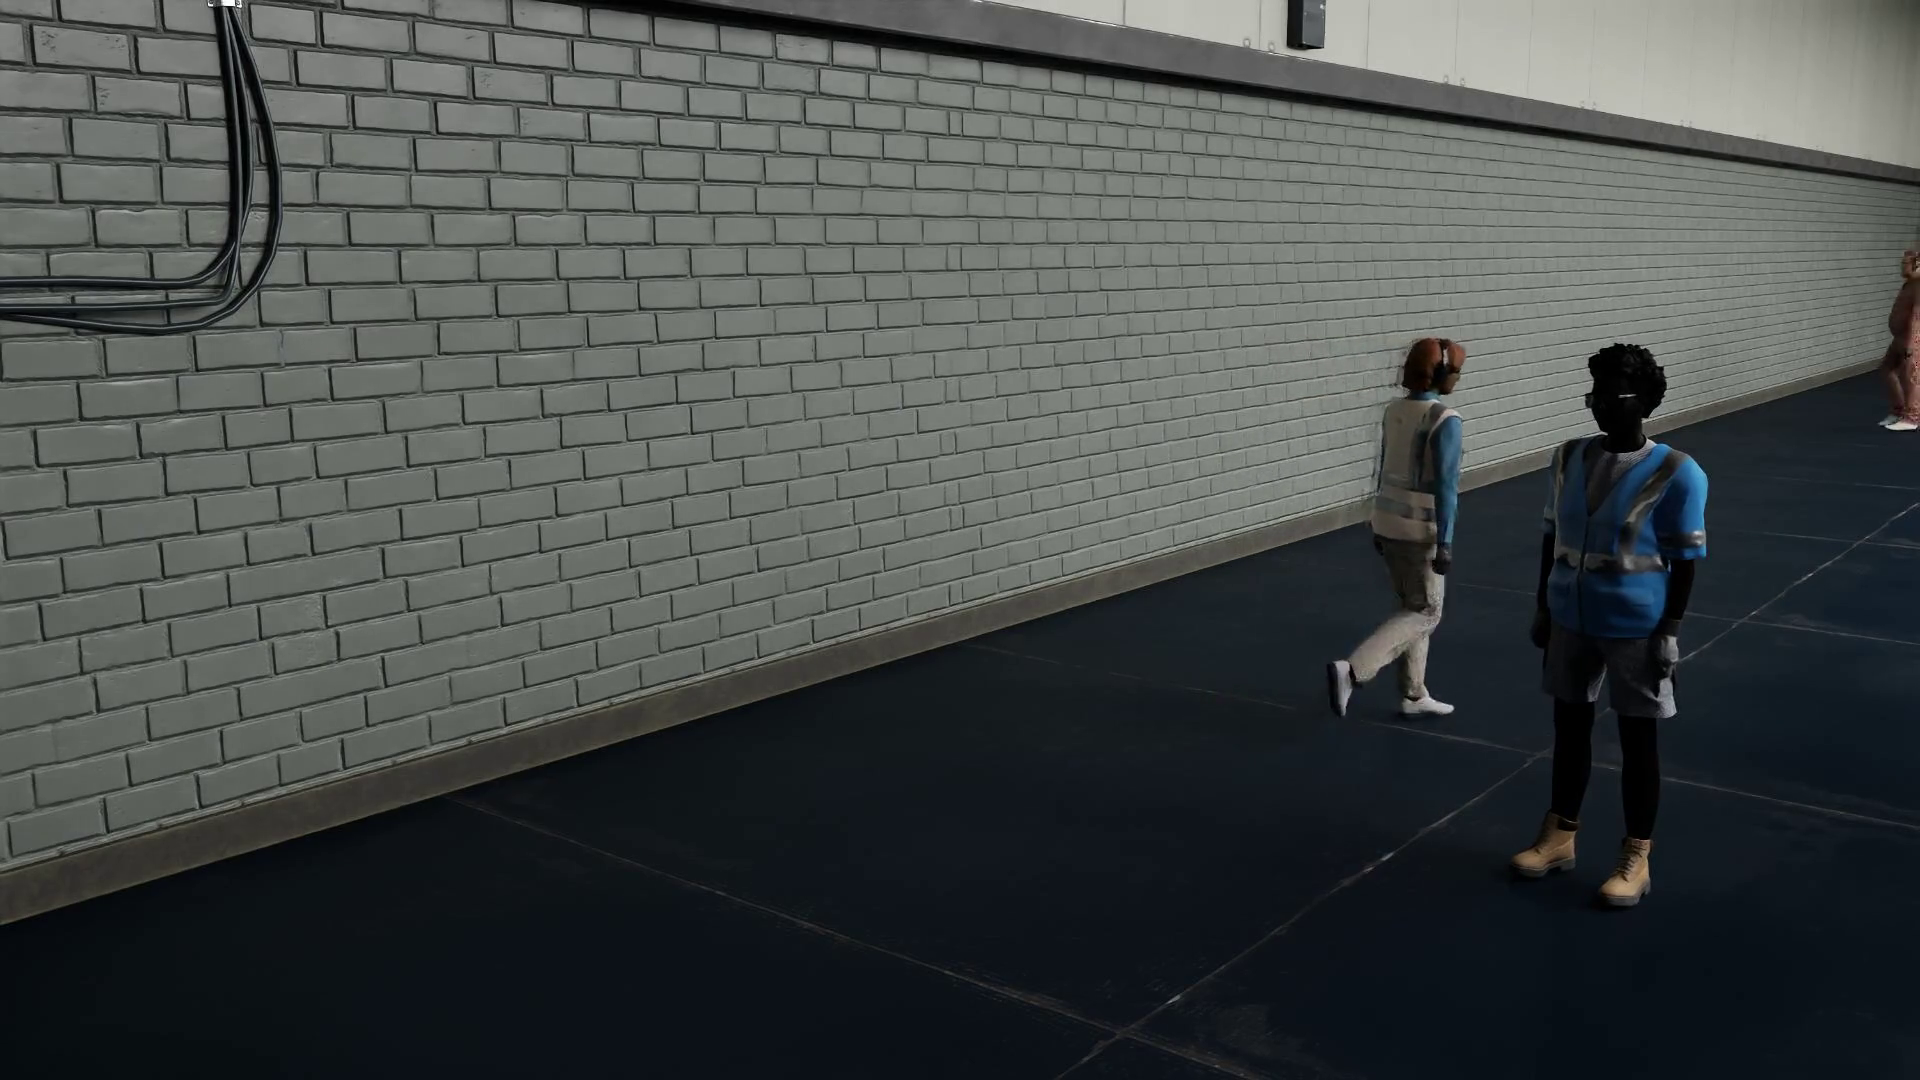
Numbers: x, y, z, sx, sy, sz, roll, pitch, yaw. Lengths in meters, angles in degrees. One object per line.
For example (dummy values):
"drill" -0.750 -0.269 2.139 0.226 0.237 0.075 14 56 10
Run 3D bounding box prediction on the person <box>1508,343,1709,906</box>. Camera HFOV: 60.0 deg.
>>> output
"person" 1.974 0.252 5.065 0.321 1.697 0.529 -7 12 -35

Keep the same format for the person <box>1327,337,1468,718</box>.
"person" 1.796 -0.024 6.821 0.619 1.612 0.540 -3 11 -15

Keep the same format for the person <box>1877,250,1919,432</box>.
"person" 9.921 -2.095 17.513 0.508 1.892 0.672 3 11 17
